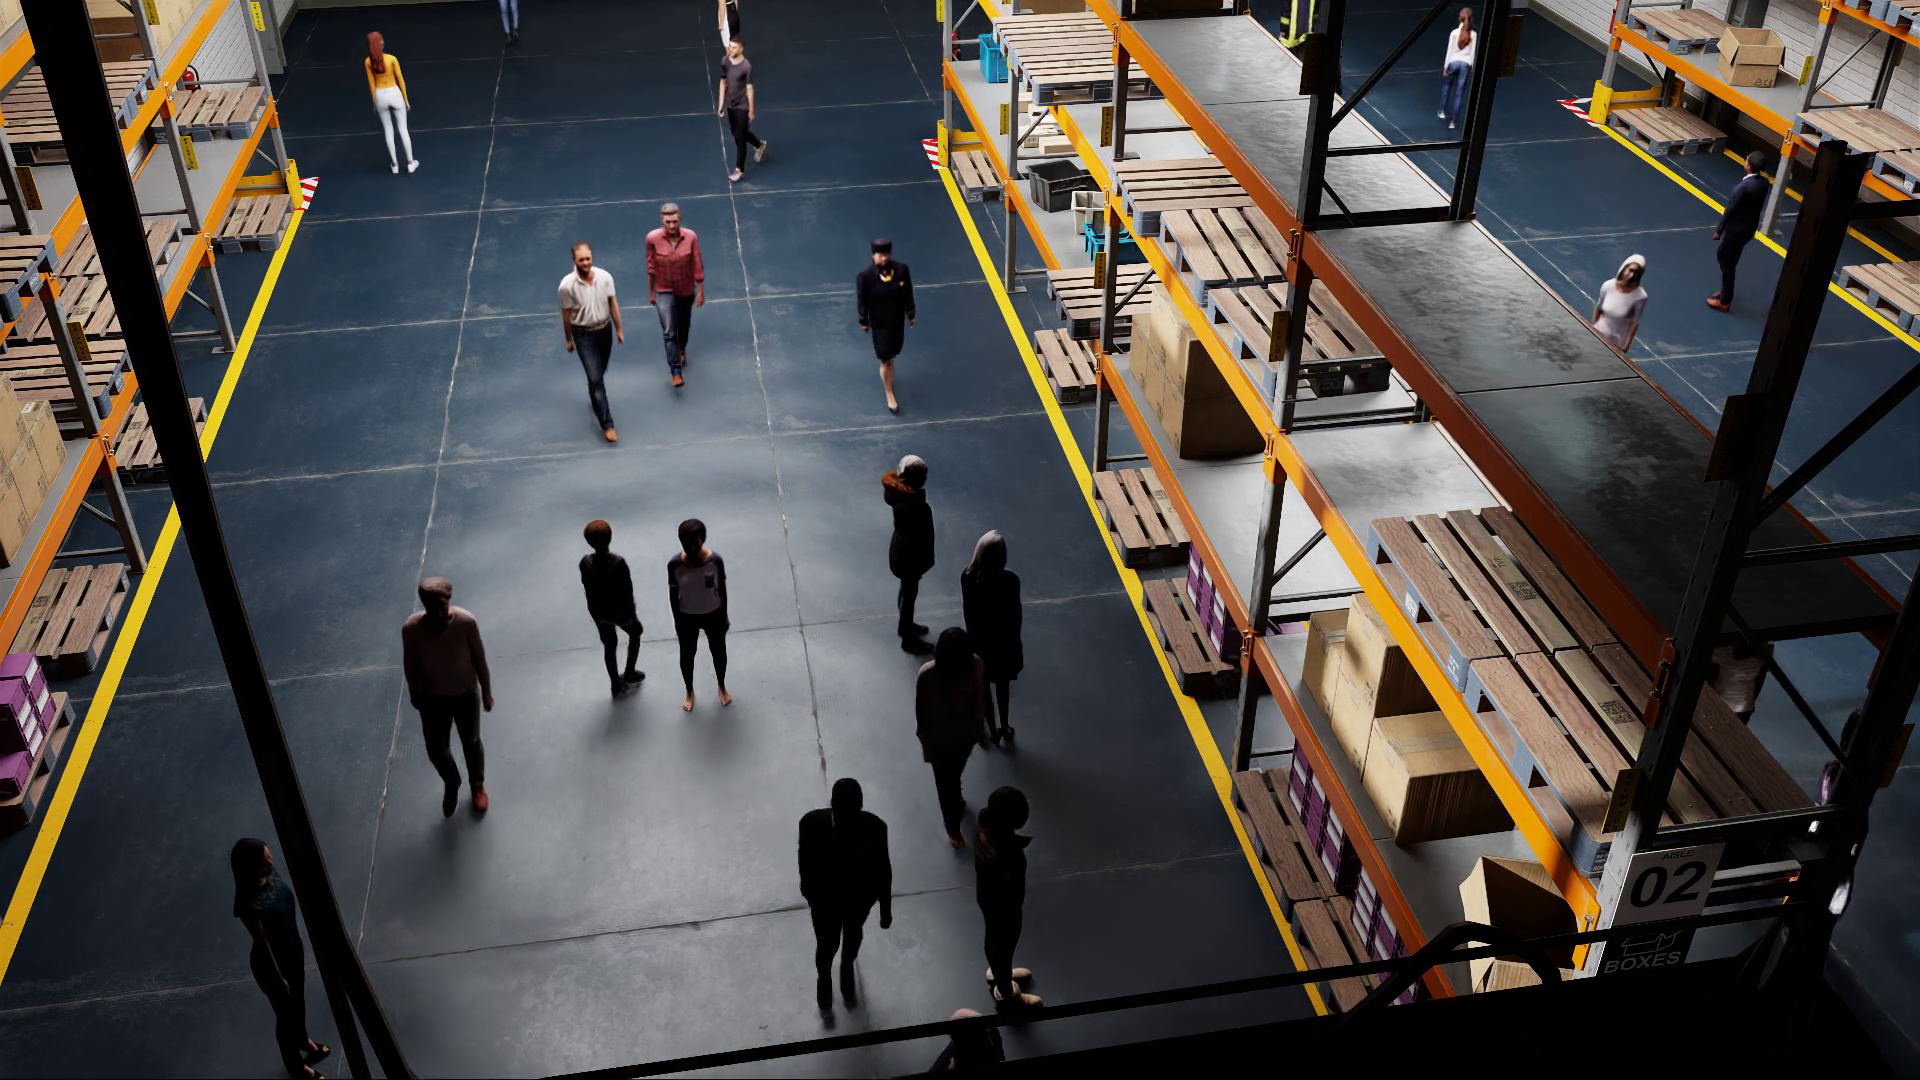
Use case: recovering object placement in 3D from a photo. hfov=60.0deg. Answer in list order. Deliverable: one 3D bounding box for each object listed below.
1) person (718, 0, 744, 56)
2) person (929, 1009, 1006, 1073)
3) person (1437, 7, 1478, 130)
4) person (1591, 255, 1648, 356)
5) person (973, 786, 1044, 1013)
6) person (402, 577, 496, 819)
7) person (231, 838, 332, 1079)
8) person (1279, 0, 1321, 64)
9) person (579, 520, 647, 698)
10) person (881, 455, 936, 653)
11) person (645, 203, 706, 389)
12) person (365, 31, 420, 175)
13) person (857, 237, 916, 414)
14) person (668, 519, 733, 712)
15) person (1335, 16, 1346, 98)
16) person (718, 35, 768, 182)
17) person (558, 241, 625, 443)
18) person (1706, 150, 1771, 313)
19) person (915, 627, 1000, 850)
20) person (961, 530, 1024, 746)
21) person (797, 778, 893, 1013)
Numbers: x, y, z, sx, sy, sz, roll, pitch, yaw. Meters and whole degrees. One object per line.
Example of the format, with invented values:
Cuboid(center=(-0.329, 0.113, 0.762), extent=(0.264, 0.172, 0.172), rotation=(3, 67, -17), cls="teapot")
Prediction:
Cuboid(center=(-3.229, -7.255, 23.309), extent=(0.707, 1.796, 0.618), rotation=(16, 37, 22), cls="person")
Cuboid(center=(-0.047, 2.860, 8.079), extent=(1.195, 1.808, 1.208), rotation=(16, 37, 23), cls="person")
Cuboid(center=(6.580, -6.210, 21.975), extent=(0.750, 1.530, 0.927), rotation=(10, 35, 14), cls="person")
Cuboid(center=(5.980, -1.872, 15.300), extent=(0.970, 1.695, 1.089), rotation=(21, 39, 29), cls="person")
Cuboid(center=(0.218, 2.054, 9.424), extent=(0.663, 1.661, 0.606), rotation=(8, 35, 12), cls="person")
Cuboid(center=(-3.336, 0.957, 10.899), extent=(0.704, 1.856, 0.665), rotation=(-8, 35, -12), cls="person")
Cuboid(center=(-3.696, 2.271, 9.030), extent=(0.630, 1.736, 0.442), rotation=(-4, 34, -6), cls="person")
Cuboid(center=(4.734, -7.163, 23.129), extent=(0.843, 1.840, 1.138), rotation=(-10, 35, -15), cls="person")
Cuboid(center=(-2.517, 0.530, 11.918), extent=(0.623, 1.438, 0.644), rotation=(6, 34, 9), cls="person")
Cuboid(center=(-0.377, 0.085, 12.409), extent=(0.700, 1.636, 0.553), rotation=(-3, 34, -5), cls="person")
Cuboid(center=(-2.750, -2.434, 16.073), extent=(0.766, 1.775, 1.237), rotation=(-8, 34, -11), cls="person")
Cuboid(center=(-7.064, -5.417, 20.585), extent=(0.592, 1.748, 0.521), rotation=(-7, 34, -10), cls="person")
Cuboid(center=(-0.689, -2.080, 15.661), extent=(0.798, 1.643, 1.087), rotation=(-12, 35, -17), cls="person")
Cuboid(center=(-1.849, 0.509, 11.836), extent=(0.551, 1.564, 0.509), rotation=(-5, 34, -8), cls="person")
Cuboid(center=(4.720, -6.042, 21.568), extent=(0.867, 1.702, 1.103), rotation=(3, 34, 5), cls="person")
Cuboid(center=(-2.674, -5.354, 20.498), extent=(1.084, 1.739, 1.126), rotation=(22, 39, 29), cls="person")
Cuboid(center=(-3.383, -1.909, 15.248), extent=(0.924, 1.814, 1.297), rotation=(-15, 37, -22), cls="person")
Cuboid(center=(8.125, -3.149, 17.205), extent=(0.738, 1.713, 0.745), rotation=(-22, 39, -29), cls="person")
Cuboid(center=(-0.070, 1.154, 10.852), extent=(0.766, 1.580, 0.936), rotation=(-15, 36, -21), cls="person")
Cuboid(center=(0.219, 0.674, 11.423), extent=(0.678, 1.747, 0.685), rotation=(7, 34, 11), cls="person")
Cuboid(center=(-0.690, 1.960, 9.469), extent=(0.705, 1.768, 0.703), rotation=(3, 34, 5), cls="person")
